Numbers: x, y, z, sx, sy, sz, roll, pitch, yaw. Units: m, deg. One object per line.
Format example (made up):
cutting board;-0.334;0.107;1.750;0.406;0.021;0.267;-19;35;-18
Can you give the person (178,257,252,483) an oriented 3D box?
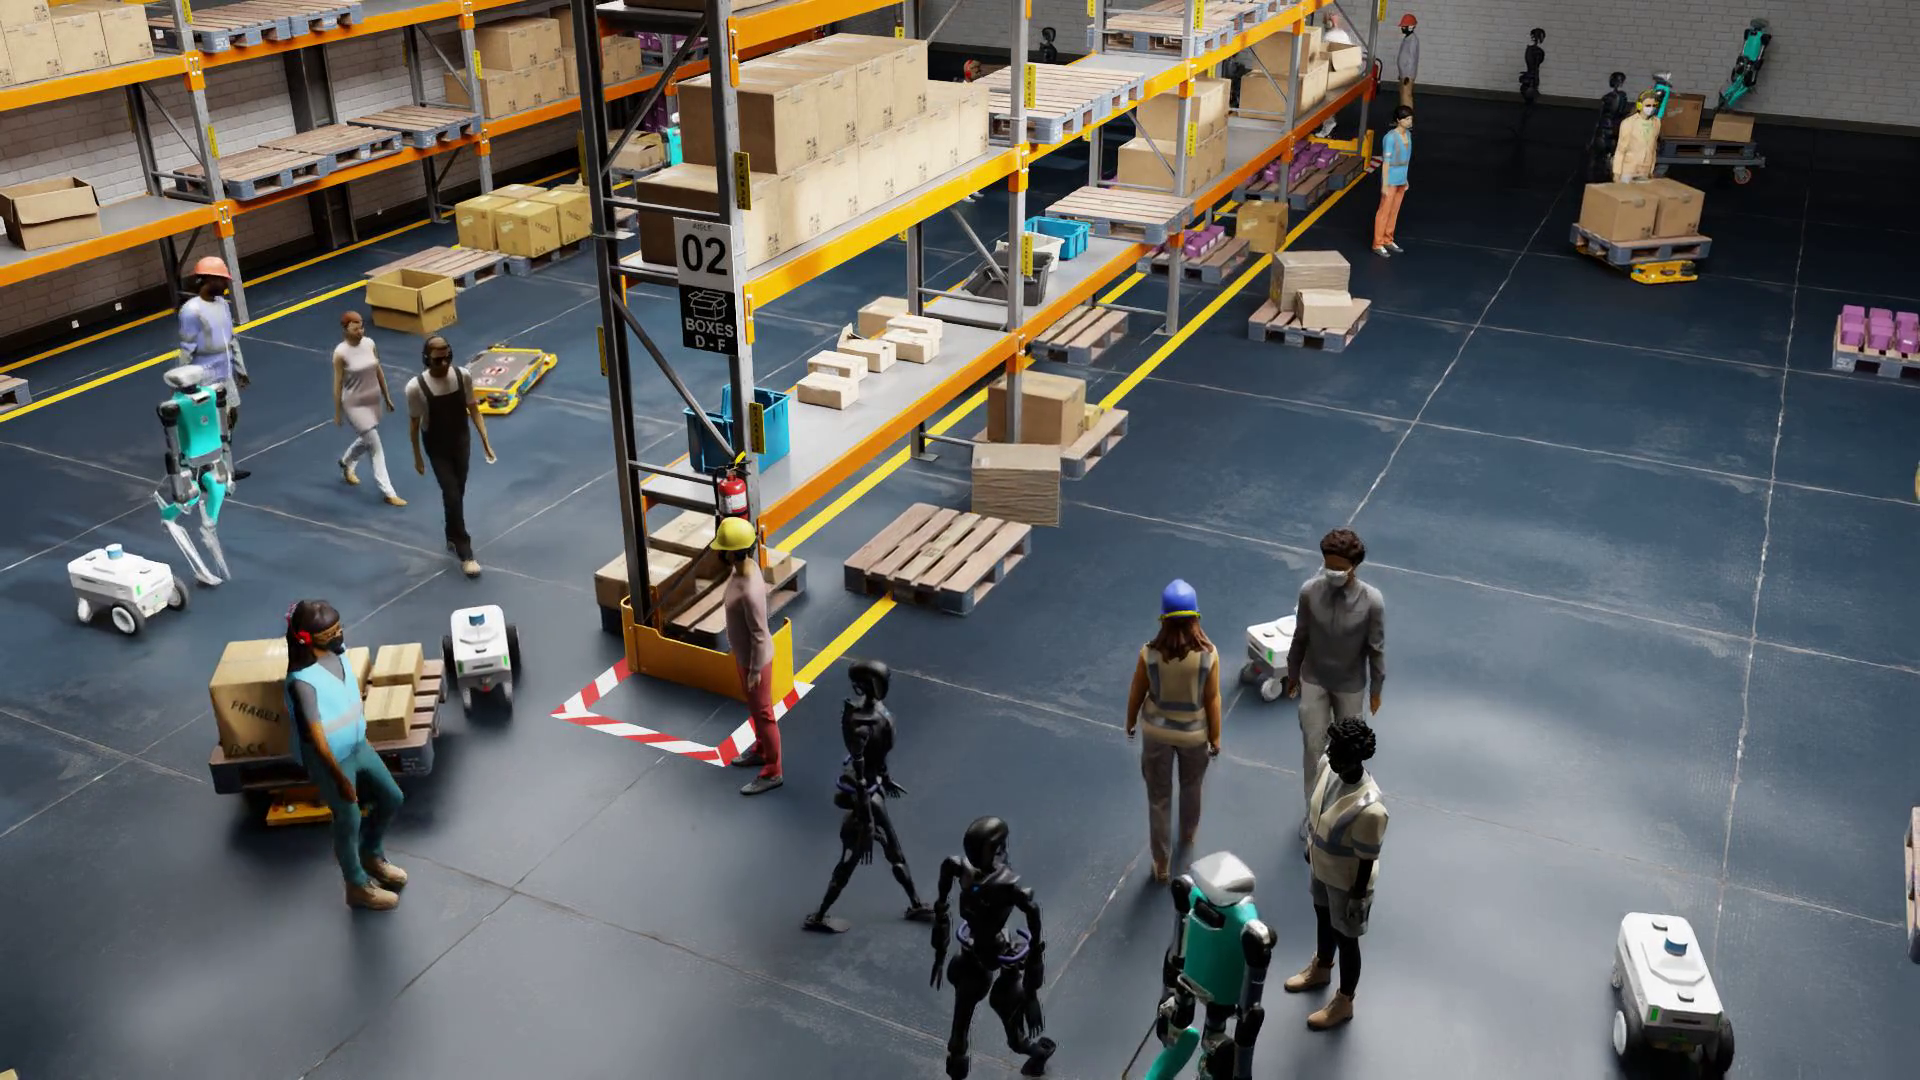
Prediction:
person;-6.144;-1.377;13.753;0.386;1.869;0.643;4;27;7

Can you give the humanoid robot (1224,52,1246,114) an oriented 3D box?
humanoid robot;3.856;-6.360;24.104;0.607;1.644;0.625;20;33;35

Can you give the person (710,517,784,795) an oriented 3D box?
person;-1.250;0.671;9.735;0.327;1.767;0.529;-7;27;-14

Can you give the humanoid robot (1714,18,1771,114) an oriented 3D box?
humanoid robot;11.737;-6.989;25.303;0.801;1.805;0.531;-5;27;-9

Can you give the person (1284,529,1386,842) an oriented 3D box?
person;2.134;0.755;9.443;0.556;1.873;0.717;10;28;19

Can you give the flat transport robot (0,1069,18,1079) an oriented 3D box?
flat transport robot;-3.996;3.050;6.618;1.431;0.231;0.659;-20;32;-34

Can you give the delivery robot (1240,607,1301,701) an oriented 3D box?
delivery robot;2.276;0.715;11.016;0.784;0.599;0.499;-10;28;-19

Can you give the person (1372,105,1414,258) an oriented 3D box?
person;5.144;-4.245;19.663;0.308;1.764;0.507;24;35;39

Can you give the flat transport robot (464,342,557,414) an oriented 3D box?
flat transport robot;-4.409;-1.546;15.901;0.659;0.231;1.431;3;26;6

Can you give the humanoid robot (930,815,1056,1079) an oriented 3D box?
humanoid robot;0.159;1.893;7.433;0.610;1.657;0.727;17;31;31

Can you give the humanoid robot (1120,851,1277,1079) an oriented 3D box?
humanoid robot;0.779;2.174;6.782;0.918;1.798;0.543;-17;31;-30

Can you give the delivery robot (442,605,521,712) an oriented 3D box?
delivery robot;-3.155;0.735;10.964;0.499;0.587;0.777;-8;27;-16

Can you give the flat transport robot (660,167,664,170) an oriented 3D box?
flat transport robot;-3.503;-5.120;23.121;0.659;0.231;1.431;20;33;35

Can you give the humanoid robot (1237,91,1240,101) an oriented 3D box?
humanoid robot;4.319;-6.733;24.710;0.730;1.779;0.543;11;28;21

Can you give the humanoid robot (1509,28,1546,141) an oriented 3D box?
humanoid robot;8.576;-6.858;25.043;0.373;1.643;0.589;2;26;4

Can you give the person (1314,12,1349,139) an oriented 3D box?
person;5.555;-6.966;25.024;0.681;1.882;0.477;-24;35;-39

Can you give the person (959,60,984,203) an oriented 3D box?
person;0.093;-5.388;21.900;0.378;1.835;0.562;10;28;20

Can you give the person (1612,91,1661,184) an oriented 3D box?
person;8.065;-4.441;19.940;0.564;1.875;0.390;-7;27;-13

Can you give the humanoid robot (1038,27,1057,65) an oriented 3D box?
humanoid robot;1.269;-6.981;25.327;0.727;1.633;0.585;5;27;10

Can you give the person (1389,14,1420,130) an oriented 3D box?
person;6.887;-7.244;25.753;0.366;1.740;0.562;0;26;0

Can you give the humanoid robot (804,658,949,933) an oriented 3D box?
humanoid robot;-0.452;1.329;8.547;0.771;1.624;0.599;3;27;7

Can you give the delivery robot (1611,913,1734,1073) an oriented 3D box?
delivery robot;3.432;2.160;8.083;0.499;0.586;0.765;4;27;7

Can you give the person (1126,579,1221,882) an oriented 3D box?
person;1.166;0.982;9.104;0.504;1.752;0.700;2;26;5

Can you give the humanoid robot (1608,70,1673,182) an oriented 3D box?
humanoid robot;8.839;-5.288;21.829;0.920;1.773;0.572;13;29;25

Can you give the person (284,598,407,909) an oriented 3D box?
person;-3.209;1.135;8.696;0.498;1.853;0.522;5;27;10

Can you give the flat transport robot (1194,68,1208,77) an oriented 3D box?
flat transport robot;3.635;-7.377;27.680;1.431;0.231;0.659;21;33;36

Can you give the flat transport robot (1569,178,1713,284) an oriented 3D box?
flat transport robot;7.896;-3.291;19.425;0.659;0.231;1.431;-6;27;-12

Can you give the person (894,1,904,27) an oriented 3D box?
person;-1.010;-9.507;30.223;0.365;1.831;0.514;13;29;24

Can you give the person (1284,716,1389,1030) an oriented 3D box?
person;1.822;1.578;7.988;0.319;1.693;0.531;-7;27;-14

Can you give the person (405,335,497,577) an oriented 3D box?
person;-3.718;-0.641;12.324;0.810;1.810;0.533;23;34;38

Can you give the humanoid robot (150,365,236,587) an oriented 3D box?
humanoid robot;-5.578;-0.392;12.019;0.706;1.886;0.539;13;29;24

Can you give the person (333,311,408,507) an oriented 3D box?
person;-4.882;-1.104;13.470;0.799;1.622;0.445;13;29;25

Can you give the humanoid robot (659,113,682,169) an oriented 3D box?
humanoid robot;-3.129;-4.109;19.557;0.542;1.905;0.715;7;27;15

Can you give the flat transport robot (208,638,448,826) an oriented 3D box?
flat transport robot;-3.797;1.257;10.239;0.659;0.231;1.431;-4;27;-9

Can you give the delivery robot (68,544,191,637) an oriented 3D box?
delivery robot;-5.917;0.336;11.799;0.785;0.614;0.520;11;28;21

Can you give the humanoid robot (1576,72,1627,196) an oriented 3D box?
humanoid robot;8.557;-5.352;22.022;0.588;1.660;0.431;-18;32;-32
